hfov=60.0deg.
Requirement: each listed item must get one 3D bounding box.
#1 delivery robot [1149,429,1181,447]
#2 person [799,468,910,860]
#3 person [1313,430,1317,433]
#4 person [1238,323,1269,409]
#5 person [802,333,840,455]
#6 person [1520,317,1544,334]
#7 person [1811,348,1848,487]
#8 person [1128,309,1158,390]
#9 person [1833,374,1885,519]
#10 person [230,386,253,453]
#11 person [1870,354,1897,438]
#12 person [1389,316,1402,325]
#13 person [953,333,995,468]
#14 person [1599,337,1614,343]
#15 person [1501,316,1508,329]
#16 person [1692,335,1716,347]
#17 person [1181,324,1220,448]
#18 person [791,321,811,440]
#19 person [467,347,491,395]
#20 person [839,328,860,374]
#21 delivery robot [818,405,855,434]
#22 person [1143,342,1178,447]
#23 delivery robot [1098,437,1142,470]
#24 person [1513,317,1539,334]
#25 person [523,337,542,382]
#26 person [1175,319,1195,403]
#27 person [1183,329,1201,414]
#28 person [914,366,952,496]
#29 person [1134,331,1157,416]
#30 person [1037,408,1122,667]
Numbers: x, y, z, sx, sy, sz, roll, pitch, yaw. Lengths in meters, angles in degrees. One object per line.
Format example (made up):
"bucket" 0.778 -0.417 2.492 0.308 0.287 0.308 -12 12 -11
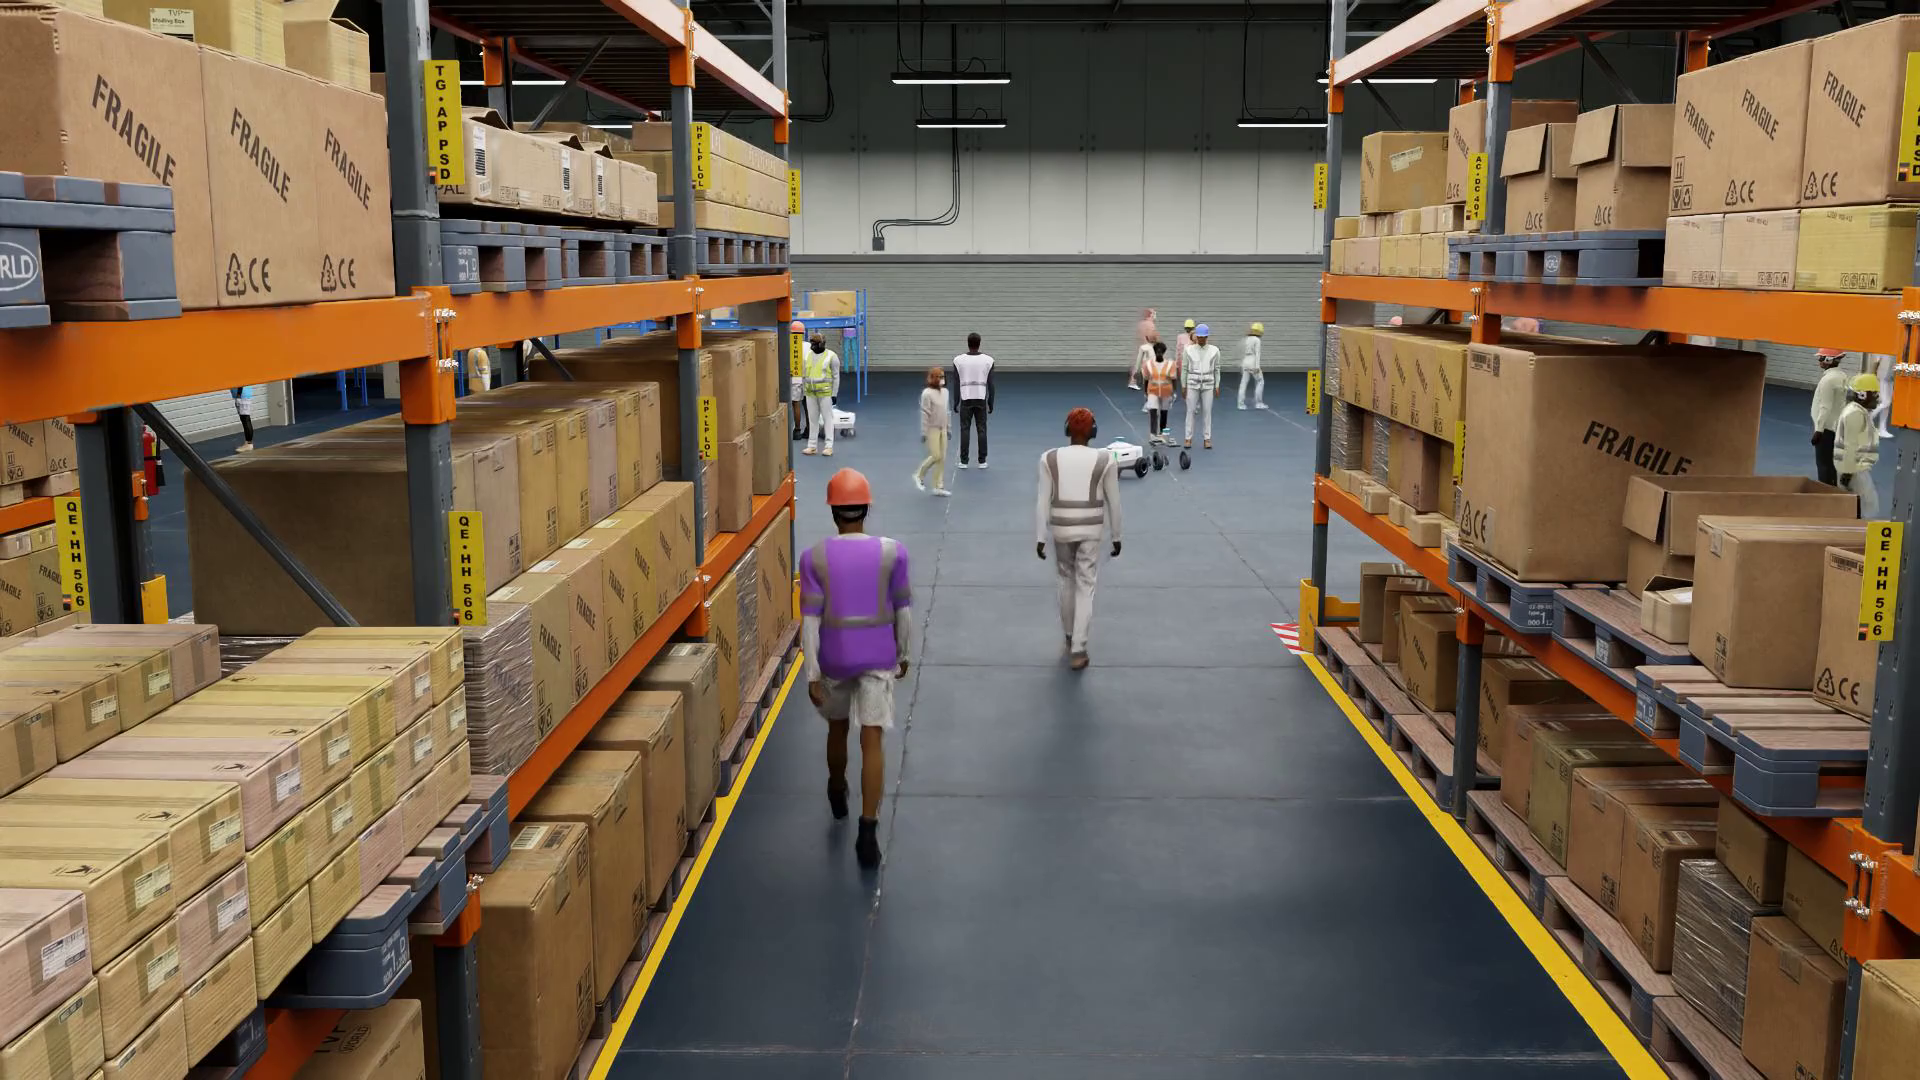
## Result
"delivery robot" 2.927 -1.466 23.636 0.335 0.223 0.698 -3 10 -15
"person" -0.525 0.581 8.351 0.552 1.885 1.008 -1 9 -4
"person" 6.325 -2.582 28.119 0.516 1.613 0.765 -8 13 -41
"person" 5.838 -3.440 32.962 0.738 1.695 0.576 -4 10 -23
"person" -2.123 -2.205 25.159 0.623 1.841 0.430 5 11 27
"person" 14.943 -5.379 43.545 0.607 2.048 0.365 3 10 15
"person" 10.043 -1.302 19.279 0.377 1.995 0.608 9 13 42
"person" 4.298 -4.331 37.847 0.991 1.863 0.652 -3 10 -17
"person" 8.925 -0.725 16.357 0.716 1.808 0.627 4 10 25
"person" -11.004 -2.187 25.464 0.319 1.699 0.532 -3 10 -16
"person" 15.418 -2.639 27.692 0.548 1.856 0.437 -4 10 -23
"person" 7.303 -2.758 27.997 0.613 1.997 0.374 -2 10 -12
"person" 0.199 -1.972 23.554 0.589 1.914 0.377 -1 10 -5
"person" 9.306 -2.036 24.204 0.771 1.812 0.647 -7 12 -35
"person" 10.950 -3.702 34.080 0.649 1.861 0.985 6 11 34
"person" 17.960 -4.742 40.185 0.621 1.892 0.659 -4 10 -21
"person" 3.768 -2.409 26.063 0.616 1.942 0.408 1 10 4
"person" -2.658 -2.627 27.378 0.347 1.943 0.544 9 13 42
"person" -7.268 -2.273 25.302 0.381 1.927 0.542 -7 12 -37
"person" -2.893 -5.277 43.528 0.563 1.847 0.389 -3 10 -20
"delivery robot" -2.103 -1.995 27.583 0.707 0.478 0.477 -6 11 -32
"person" 3.169 -2.303 26.320 0.546 1.636 0.896 1 10 8
"delivery robot" 2.165 -1.152 22.537 0.477 0.478 0.707 7 12 38
"person" 12.918 -4.395 37.947 0.649 1.939 1.005 7 12 35
"person" -8.238 -3.340 31.936 0.325 1.843 0.517 6 11 34
"person" 4.765 -3.736 34.584 0.525 1.744 0.656 5 11 27
"person" 4.535 -3.256 32.086 0.526 1.621 0.447 -1 10 -5
"person" -0.310 -1.362 20.766 0.394 1.620 0.500 7 12 36
"person" 3.624 -3.178 31.704 0.523 1.595 0.855 -4 10 -23
"person" 0.900 -0.053 12.249 0.604 1.842 0.925 3 10 15
